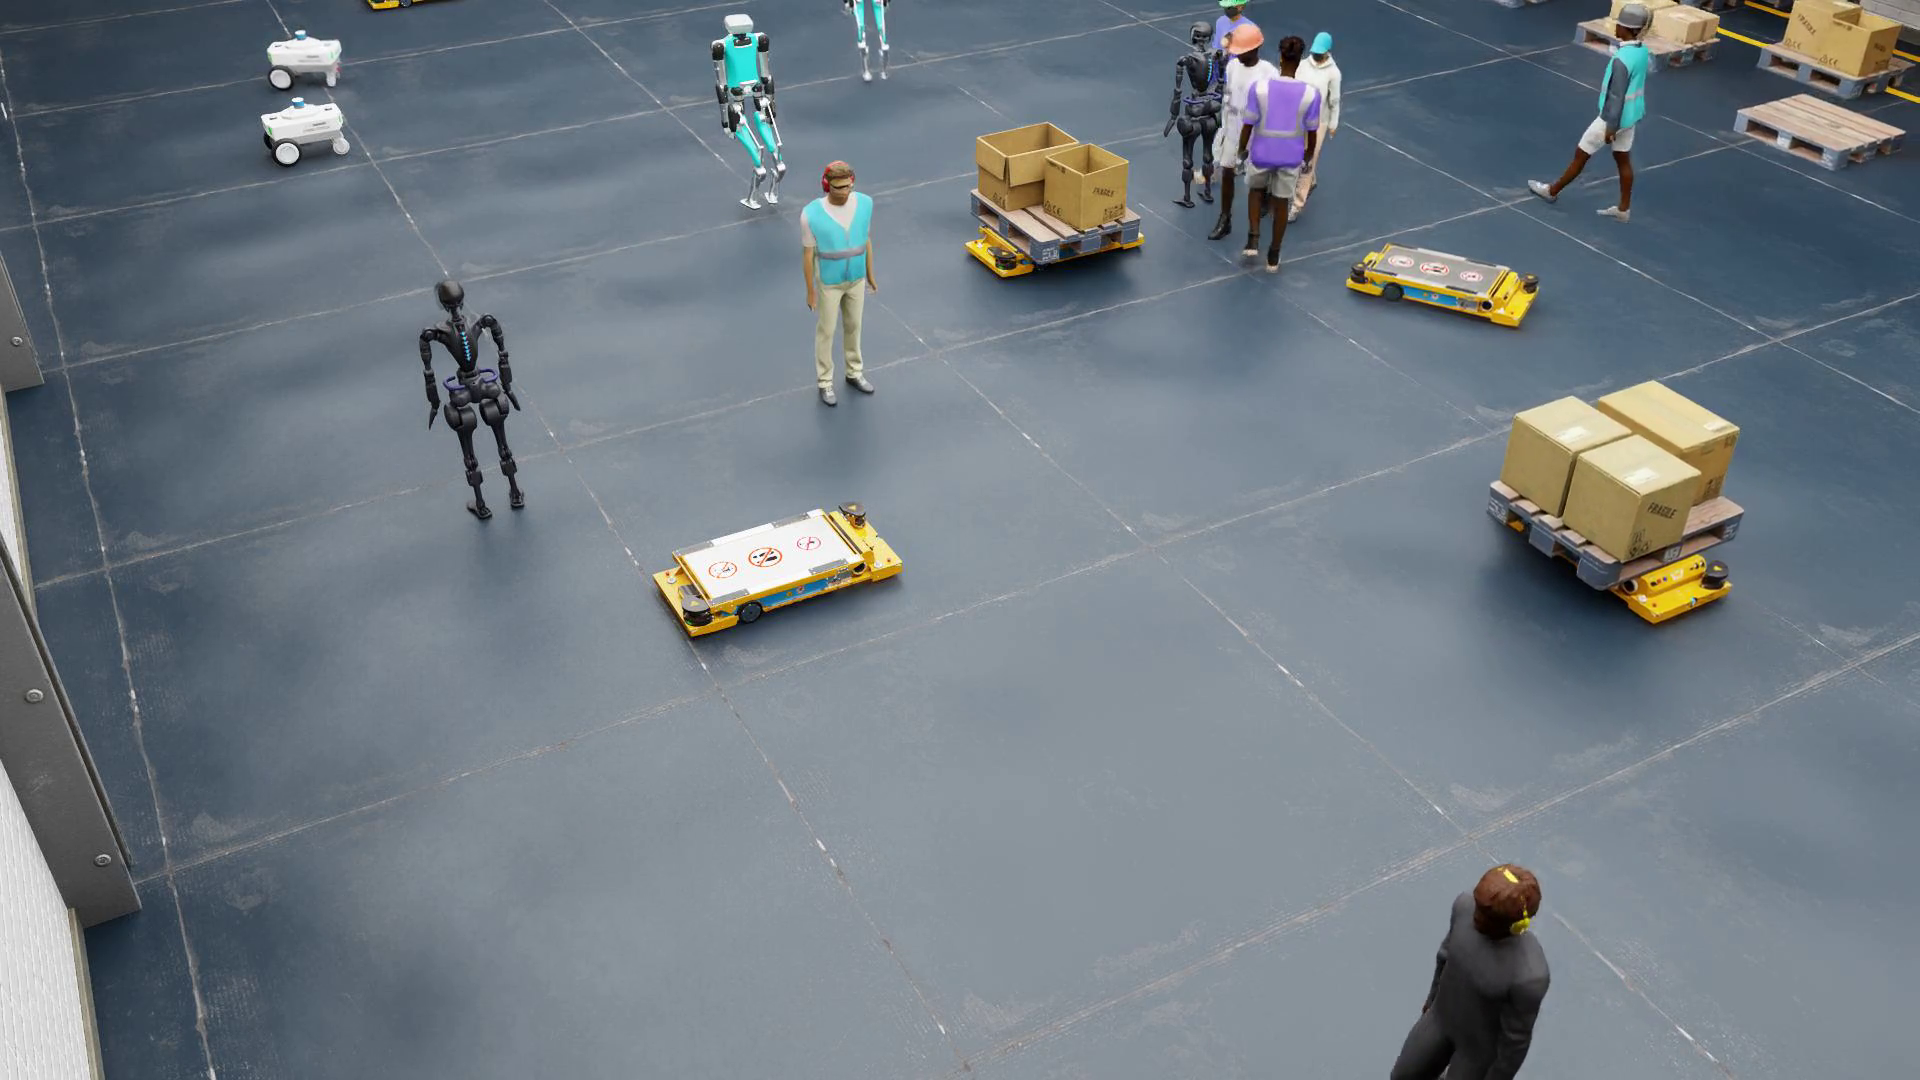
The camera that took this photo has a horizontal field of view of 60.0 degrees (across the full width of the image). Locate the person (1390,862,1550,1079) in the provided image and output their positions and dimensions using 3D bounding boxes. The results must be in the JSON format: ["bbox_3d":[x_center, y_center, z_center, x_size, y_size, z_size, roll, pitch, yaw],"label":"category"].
[{"bbox_3d":[2.018,1.946,6.548,0.474,1.861,0.512,-14,37,-19],"label":"person"}]

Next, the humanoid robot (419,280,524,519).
[{"bbox_3d":[-3.168,-0.919,10.789,0.599,1.656,0.315,-17,39,-23],"label":"humanoid robot"}]

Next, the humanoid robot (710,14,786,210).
[{"bbox_3d":[-1.791,-3.700,14.605,0.533,1.674,0.735,-17,39,-23],"label":"humanoid robot"}]

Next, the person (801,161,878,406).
[{"bbox_3d":[-0.873,-1.878,12.025,0.568,1.840,0.373,-21,40,-27],"label":"person"}]

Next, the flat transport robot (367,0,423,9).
[{"bbox_3d":[-6.557,-6.779,20.395,1.431,0.231,0.659,-17,39,-23],"label":"flat transport robot"}]

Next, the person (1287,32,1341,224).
[{"bbox_3d":[3.127,-3.741,14.863,0.471,1.629,0.831,23,41,29],"label":"person"}]

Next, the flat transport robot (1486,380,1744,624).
[{"bbox_3d":[4.167,0.003,10.711,0.659,0.231,1.431,-17,39,-23],"label":"flat transport robot"}]

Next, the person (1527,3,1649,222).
[{"bbox_3d":[5.694,-3.799,14.717,0.986,1.890,0.589,27,43,33],"label":"person"}]

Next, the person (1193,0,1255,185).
[{"bbox_3d":[2.490,-4.241,15.420,0.936,1.829,0.464,-23,41,-29],"label":"person"}]

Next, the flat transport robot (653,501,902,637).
[{"bbox_3d":[-1.146,0.170,10.474,1.431,0.231,0.659,-17,39,-23],"label":"flat transport robot"}]

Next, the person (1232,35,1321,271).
[{"bbox_3d":[2.621,-3.204,13.834,0.685,1.937,0.489,5,35,7],"label":"person"}]

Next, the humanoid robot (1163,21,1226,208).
[{"bbox_3d":[2.130,-3.828,14.943,0.599,1.656,0.315,-17,39,-23],"label":"humanoid robot"}]

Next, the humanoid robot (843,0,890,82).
[{"bbox_3d":[-0.945,-5.643,17.498,0.540,1.807,0.665,-6,36,-9],"label":"humanoid robot"}]

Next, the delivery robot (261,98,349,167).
[{"bbox_3d":[-6.374,-4.004,16.158,0.739,0.566,0.499,-17,39,-23],"label":"delivery robot"}]

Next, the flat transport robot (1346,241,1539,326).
[{"bbox_3d":[3.993,-2.130,13.757,1.431,0.231,0.659,18,39,24],"label":"flat transport robot"}]

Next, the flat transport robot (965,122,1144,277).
[{"bbox_3d":[0.823,-2.626,14.465,1.431,0.231,0.659,-17,39,-23],"label":"flat transport robot"}]

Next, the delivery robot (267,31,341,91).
[{"bbox_3d":[-7.011,-5.147,17.808,0.743,0.587,0.523,-1,35,-2],"label":"delivery robot"}]

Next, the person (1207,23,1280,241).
[{"bbox_3d":[2.521,-3.538,14.344,0.565,1.905,0.696,28,44,34],"label":"person"}]
